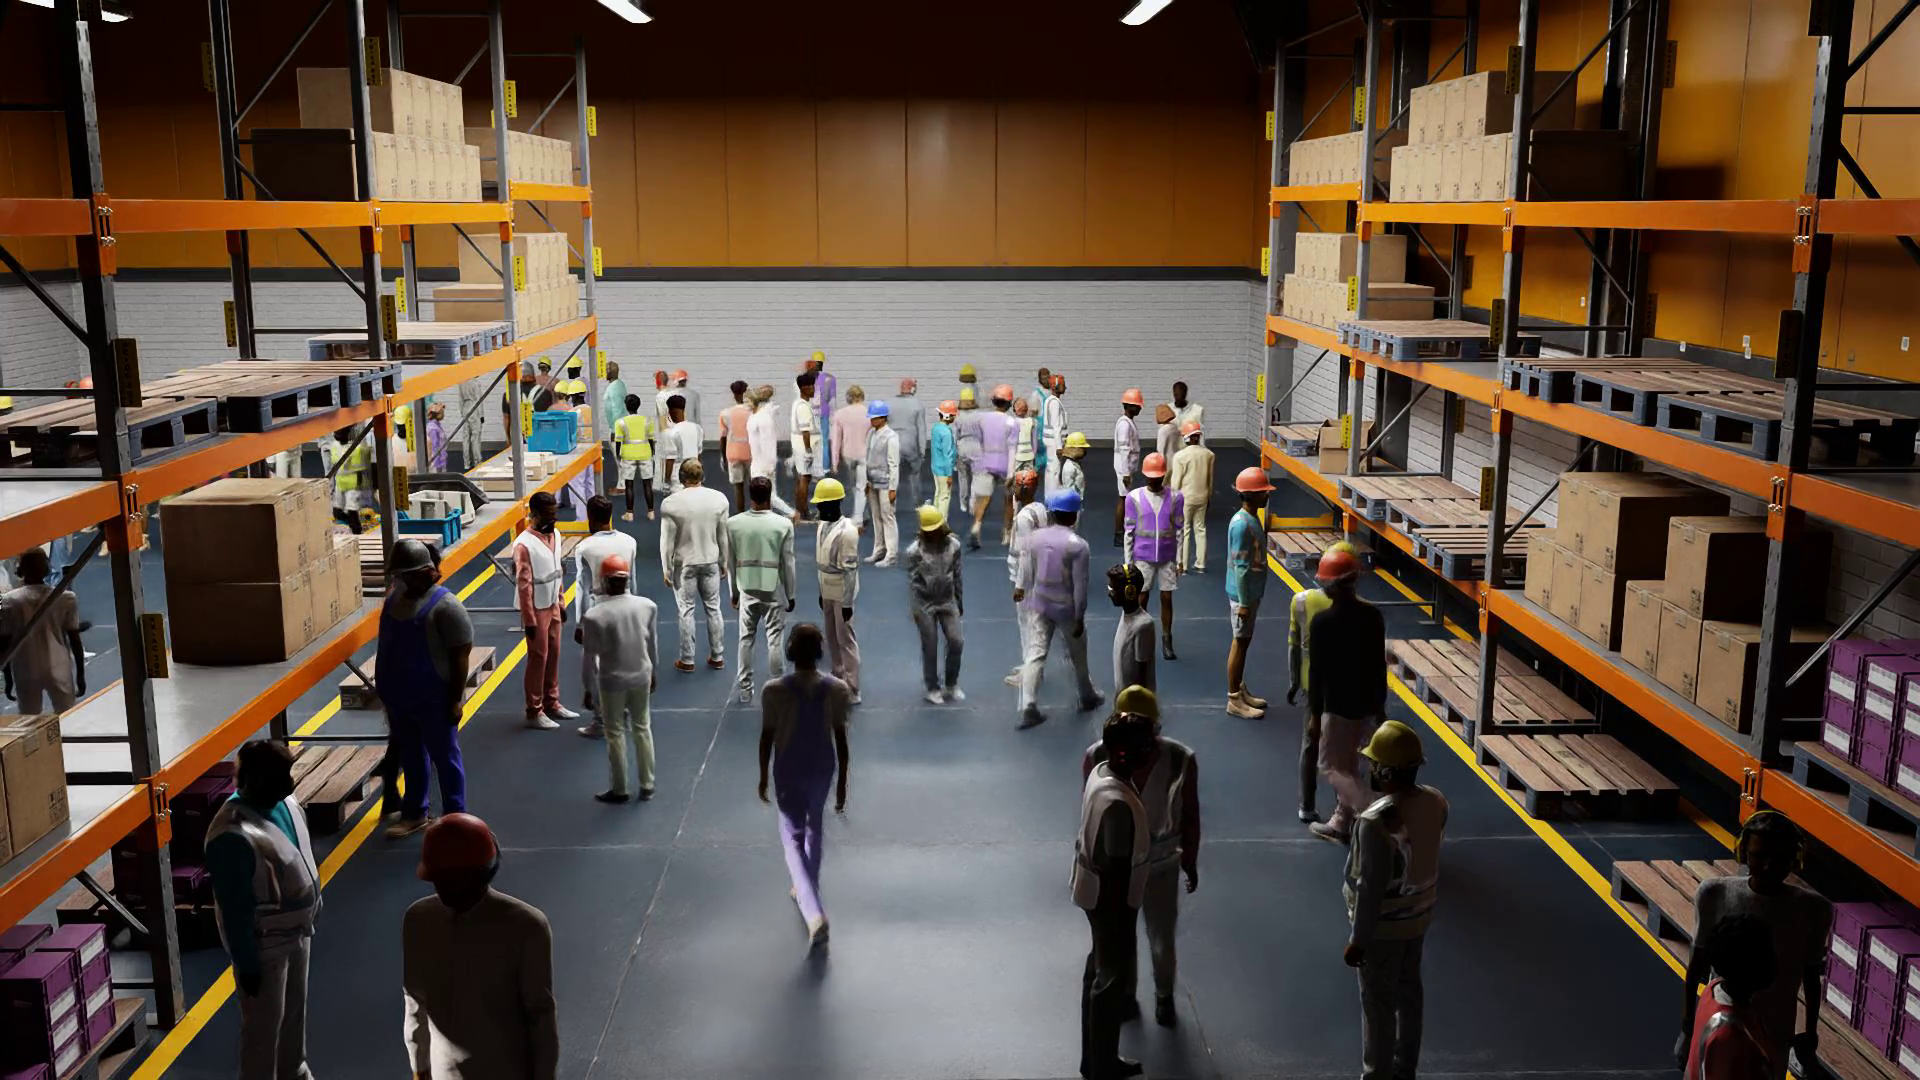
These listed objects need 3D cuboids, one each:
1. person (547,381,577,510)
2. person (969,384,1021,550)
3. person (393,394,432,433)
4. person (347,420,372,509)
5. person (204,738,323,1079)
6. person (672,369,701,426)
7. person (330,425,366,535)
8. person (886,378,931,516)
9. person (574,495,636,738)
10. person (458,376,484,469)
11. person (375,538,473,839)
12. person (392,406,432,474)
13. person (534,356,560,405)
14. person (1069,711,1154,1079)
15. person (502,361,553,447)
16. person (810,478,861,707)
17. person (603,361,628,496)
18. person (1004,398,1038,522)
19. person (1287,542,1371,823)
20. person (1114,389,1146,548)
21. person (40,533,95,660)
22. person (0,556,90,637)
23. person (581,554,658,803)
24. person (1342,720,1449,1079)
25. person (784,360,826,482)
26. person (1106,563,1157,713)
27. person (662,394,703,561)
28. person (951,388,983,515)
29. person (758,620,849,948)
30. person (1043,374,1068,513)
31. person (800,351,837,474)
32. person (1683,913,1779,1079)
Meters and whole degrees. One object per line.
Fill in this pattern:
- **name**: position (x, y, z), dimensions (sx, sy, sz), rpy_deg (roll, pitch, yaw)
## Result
- **person**: position (-5.406, -1.296, 22.814), dimensions (0.524, 1.772, 0.301), rpy_deg (5, 12, 23)
- **person**: position (0.431, -0.884, 20.158), dimensions (0.609, 2.016, 0.924), rpy_deg (5, 12, 25)
- **person**: position (-7.898, -1.581, 23.966), dimensions (0.728, 1.883, 0.462), rpy_deg (-1, 11, -5)
- **person**: position (-7.985, -1.168, 21.929), dimensions (0.312, 1.865, 0.536), rpy_deg (0, 11, 1)
- **person**: position (-3.041, 1.758, 7.357), dimensions (0.429, 1.832, 0.631), rpy_deg (0, 11, 2)
- **person**: position (-4.125, -1.700, 24.956), dimensions (0.559, 1.731, 0.665), rpy_deg (-8, 14, -36)
- **person**: position (-7.228, -0.632, 19.691), dimensions (0.554, 1.675, 0.389), rpy_deg (7, 13, 32)
- **person**: position (-0.711, -1.259, 22.388), dimensions (0.708, 1.853, 0.958), rpy_deg (5, 12, 23)
- **person**: position (-2.755, 0.596, 12.995), dimensions (0.408, 1.907, 0.598), rpy_deg (7, 13, 33)
- **person**: position (-7.704, -1.982, 26.331), dimensions (0.492, 1.740, 0.331), rpy_deg (8, 14, 34)
- **person**: position (-3.498, 0.980, 10.716), dimensions (0.688, 2.000, 0.536), rpy_deg (6, 13, 28)
- **person**: position (-6.247, -0.568, 18.811), dimensions (0.579, 1.906, 0.444), rpy_deg (-3, 12, -15)
- **person**: position (-6.665, -2.077, 26.777), dimensions (0.535, 1.753, 0.341), rpy_deg (-1, 11, -4)
- **person**: position (0.699, 1.679, 7.699), dimensions (0.391, 1.846, 0.564), rpy_deg (0, 11, -1)
- **person**: position (-6.001, -1.508, 23.196), dimensions (0.695, 2.000, 0.809), rpy_deg (-2, 11, -11)
- **person**: position (-1.038, 0.432, 13.779), dimensions (0.397, 1.918, 0.588), rpy_deg (-6, 13, -28)
- **person**: position (-4.951, -1.610, 23.968), dimensions (0.353, 1.936, 0.635), rpy_deg (-1, 11, -6)
- **person**: position (0.794, -1.054, 21.926), dimensions (0.511, 1.640, 0.308), rpy_deg (-6, 13, -26)
- **person**: position (2.479, 0.965, 11.149), dimensions (0.626, 1.927, 0.444), rpy_deg (7, 13, 30)
- **person**: position (2.064, -0.877, 20.295), dimensions (0.374, 1.933, 0.550), rpy_deg (2, 11, 9)
- **person**: position (-8.259, 0.154, 15.170), dimensions (0.392, 1.920, 0.592), rpy_deg (-11, 16, -43)
- **person**: position (-8.805, 0.049, 15.788), dimensions (0.559, 1.897, 0.899), rpy_deg (2, 12, 12)
- **person**: position (-2.368, 0.960, 11.586), dimensions (0.581, 1.739, 0.384), rpy_deg (-8, 14, -36)
- **person**: position (1.946, 1.711, 7.574), dimensions (0.595, 1.832, 0.404), rpy_deg (-11, 16, -44)
- **person**: position (-2.284, -1.781, 24.982), dimensions (0.655, 1.865, 0.593), rpy_deg (5, 12, 24)
- **person**: position (1.091, 1.065, 10.769), dimensions (0.347, 1.855, 0.532), rpy_deg (-1, 11, -7)
- **person**: position (-3.261, -0.729, 19.491), dimensions (0.368, 1.960, 0.602), rpy_deg (7, 13, 32)
- **person**: position (0.116, -1.197, 22.451), dimensions (0.490, 1.715, 0.714), rpy_deg (1, 11, 6)
- **person**: position (-0.859, 1.359, 9.424), dimensions (0.507, 1.811, 0.889), rpy_deg (-5, 12, -23)
- **person**: position (1.299, -1.302, 22.564), dimensions (0.348, 1.882, 0.578), rpy_deg (-1, 11, -6)
- **person**: position (-2.211, -1.981, 25.886), dimensions (0.589, 1.922, 0.390), rpy_deg (0, 11, 1)
- **person**: position (2.688, 2.121, 5.855), dimensions (0.319, 1.699, 0.532), rpy_deg (4, 12, 20)
